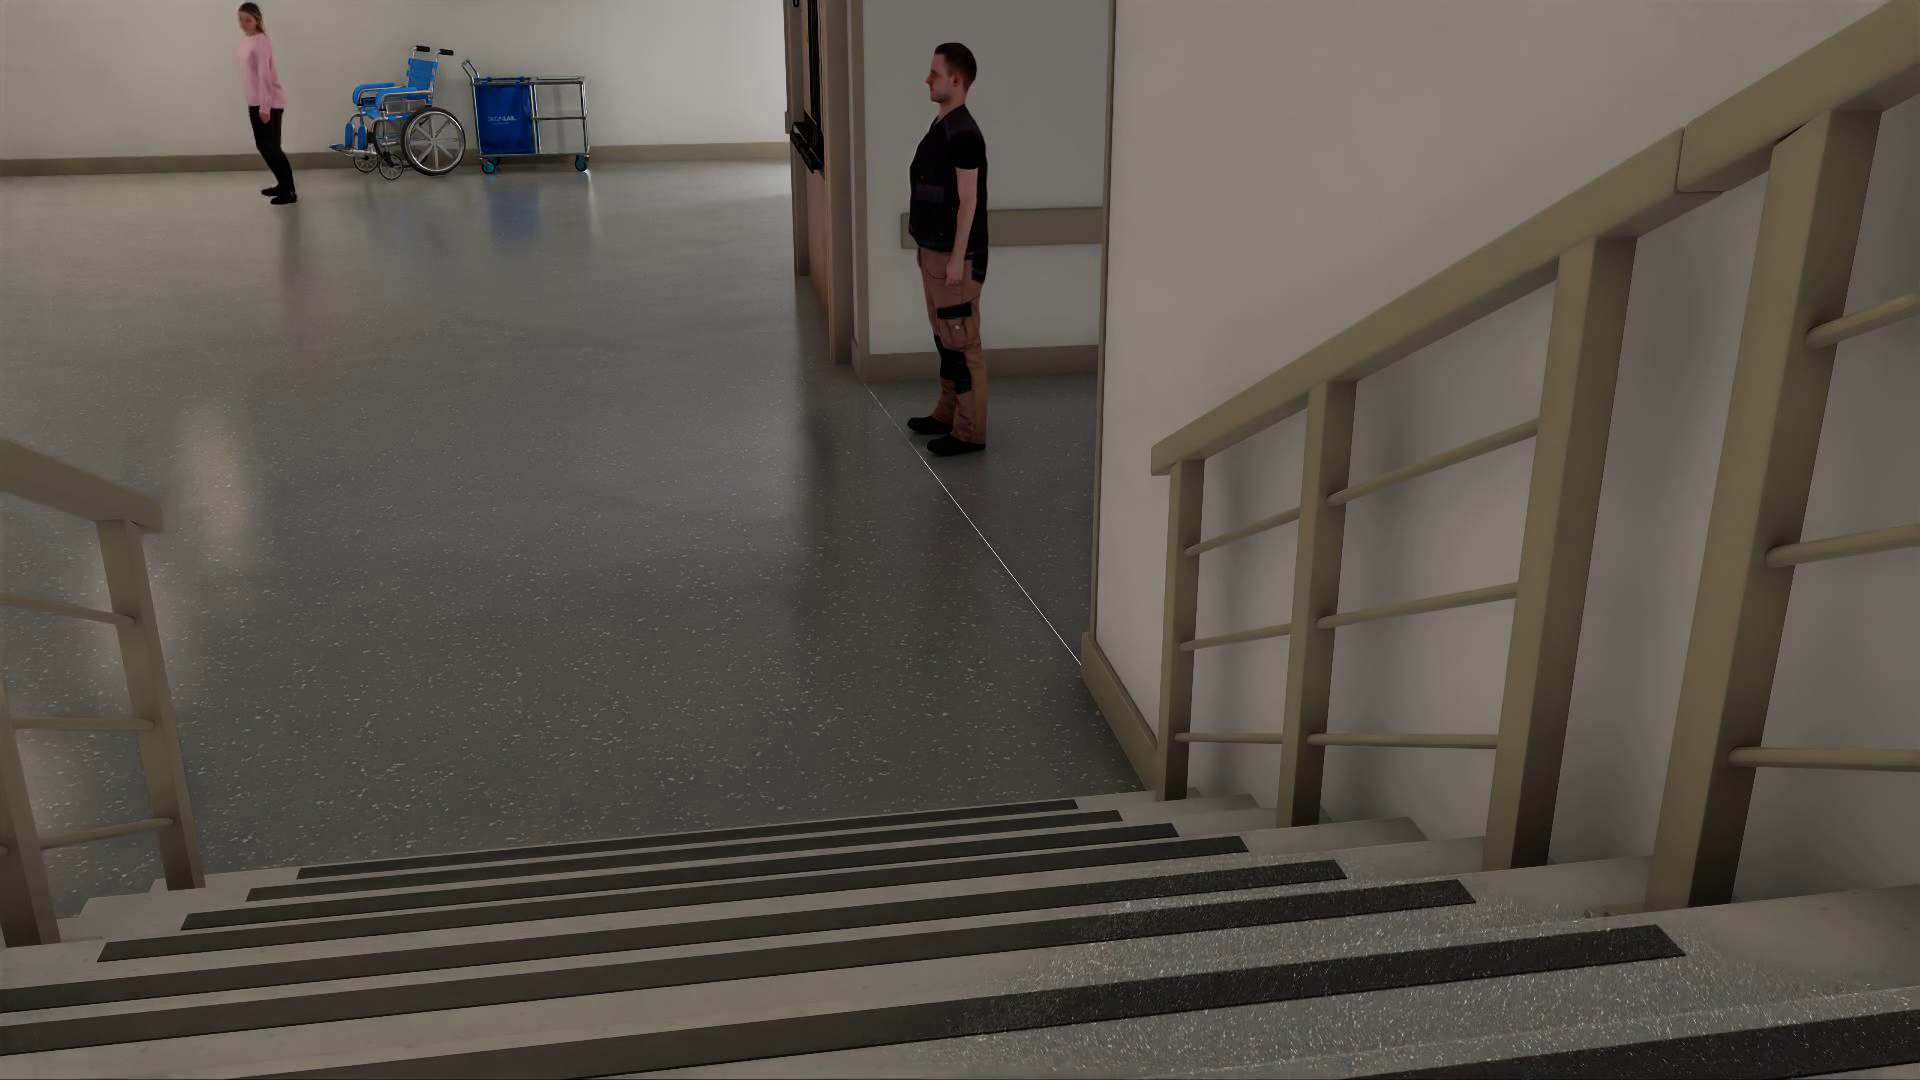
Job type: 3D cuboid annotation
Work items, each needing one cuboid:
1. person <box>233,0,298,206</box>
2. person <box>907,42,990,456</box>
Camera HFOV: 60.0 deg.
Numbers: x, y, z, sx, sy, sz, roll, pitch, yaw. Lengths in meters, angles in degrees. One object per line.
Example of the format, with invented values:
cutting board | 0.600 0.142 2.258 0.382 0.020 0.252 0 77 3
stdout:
person | -5.834 -3.673 14.072 0.910 1.653 0.787 -10 23 -26
person | -0.022 -1.330 7.619 0.748 1.842 0.534 -5 21 -13
